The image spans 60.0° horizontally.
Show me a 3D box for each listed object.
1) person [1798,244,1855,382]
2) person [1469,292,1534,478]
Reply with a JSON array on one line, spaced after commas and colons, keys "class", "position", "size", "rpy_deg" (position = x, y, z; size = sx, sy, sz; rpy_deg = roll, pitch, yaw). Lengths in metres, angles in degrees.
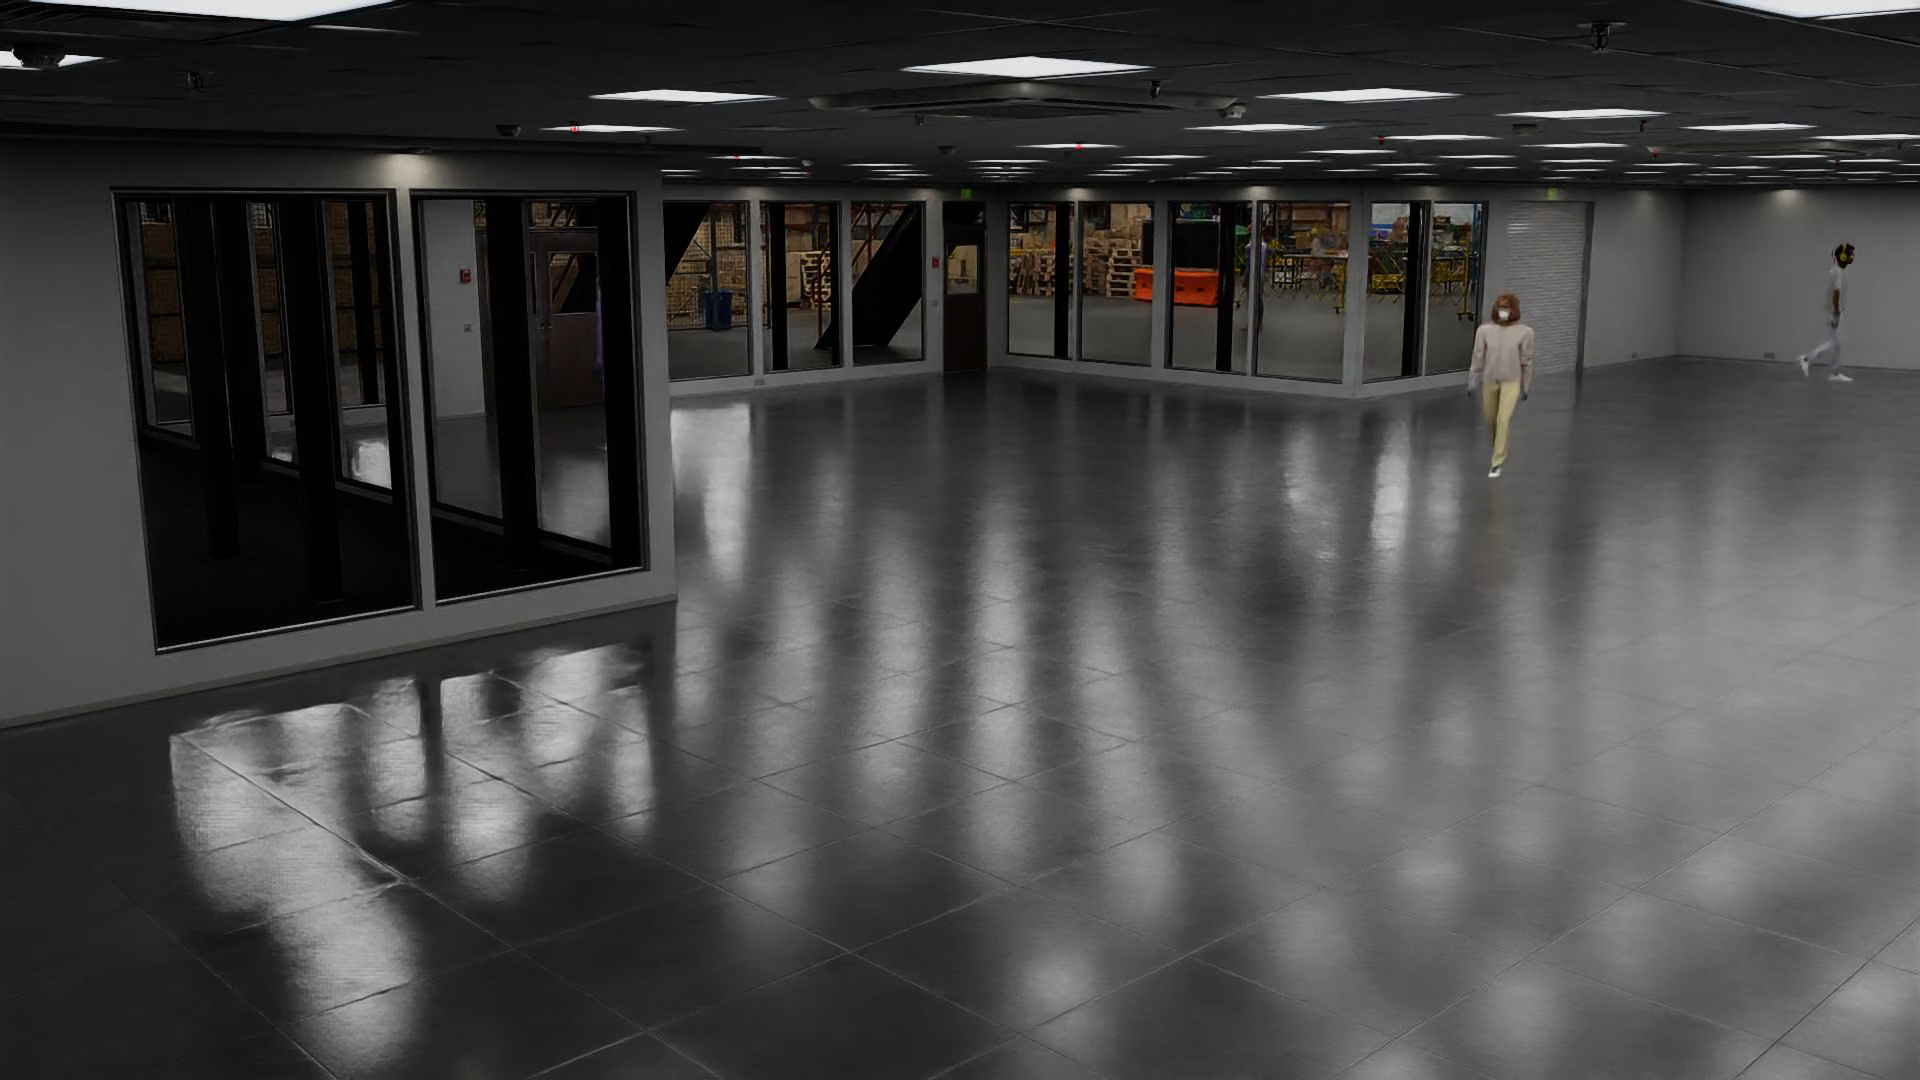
[{"class": "person", "position": [11.759, -3.055, 22.408], "size": [0.625, 1.855, 0.535], "rpy_deg": [5, 12, 24]}, {"class": "person", "position": [4.784, -1.387, 14.669], "size": [0.503, 1.612, 0.744], "rpy_deg": [7, 13, 30]}]
